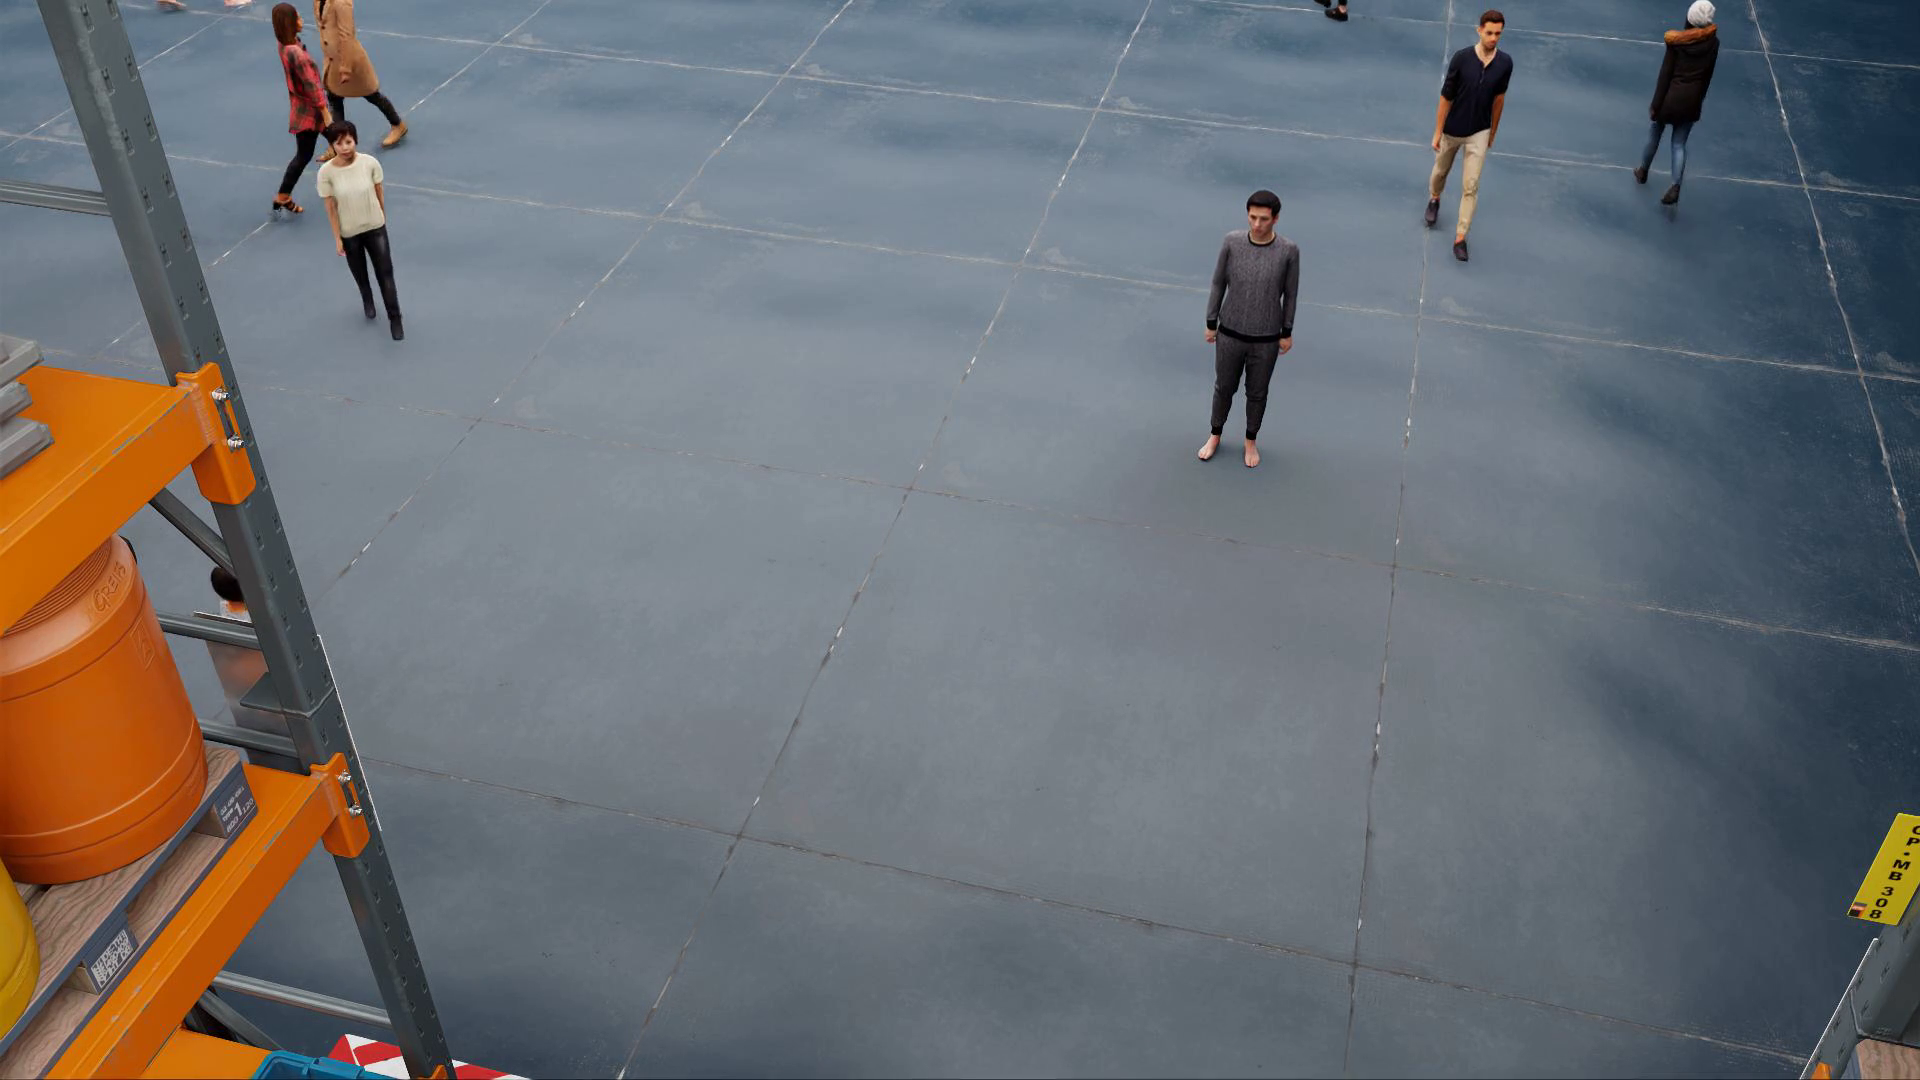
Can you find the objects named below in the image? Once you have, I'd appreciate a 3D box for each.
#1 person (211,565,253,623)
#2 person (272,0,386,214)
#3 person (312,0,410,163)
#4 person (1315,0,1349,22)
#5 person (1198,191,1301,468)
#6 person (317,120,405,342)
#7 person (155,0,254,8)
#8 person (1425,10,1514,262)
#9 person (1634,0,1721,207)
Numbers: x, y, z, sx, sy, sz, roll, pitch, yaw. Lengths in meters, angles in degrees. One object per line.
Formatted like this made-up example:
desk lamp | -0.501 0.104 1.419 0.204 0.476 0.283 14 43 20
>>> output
person | -3.365 0.660 8.057 0.584 1.443 0.885 10 39 12
person | -5.145 -3.299 12.939 1.157 1.662 1.106 -19 42 -23
person | -5.037 -4.034 13.856 0.887 1.691 1.194 23 44 27
person | 3.828 -5.934 16.280 0.910 1.697 0.946 -26 45 -29
person | 1.787 -1.307 10.246 0.689 1.843 0.516 10 39 13
person | -4.202 -2.184 11.611 0.984 1.544 1.081 -16 41 -19
person | -7.798 -6.111 16.420 1.072 1.803 1.208 -8 39 -10
person | 3.798 -3.124 12.594 0.722 1.813 1.204 6 38 7
person | 5.706 -3.423 13.147 0.774 1.602 1.102 2 38 3
